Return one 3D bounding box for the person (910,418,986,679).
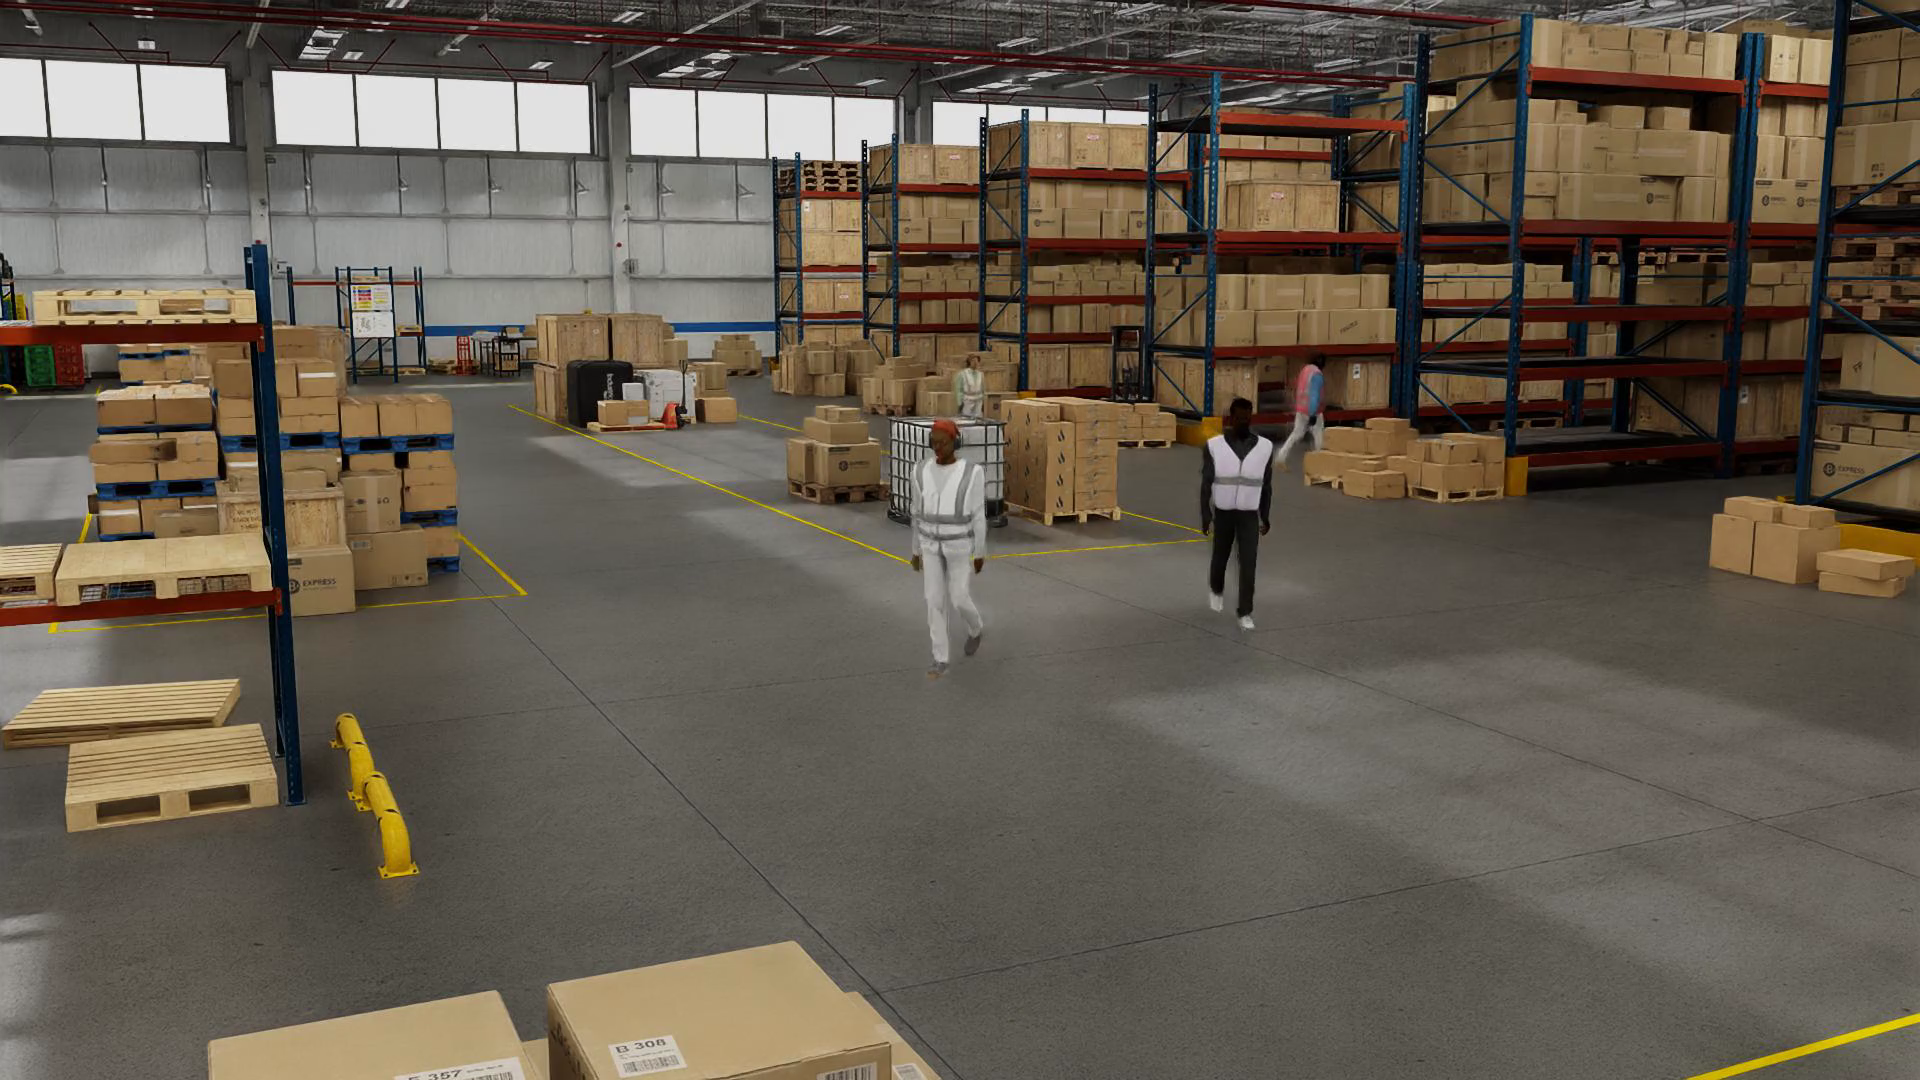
[{"bbox_3d":[-0.067,0.044,11.979,0.573,1.868,0.594,4,10,23],"label":"person"}]

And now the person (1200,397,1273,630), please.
[{"bbox_3d":[2.280,-0.260,13.823,0.599,1.882,0.976,0,9,0],"label":"person"}]

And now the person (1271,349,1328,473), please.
[{"bbox_3d":[4.975,-1.838,23.898,0.957,1.795,0.666,-2,9,-12],"label":"person"}]

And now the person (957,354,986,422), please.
[{"bbox_3d":[0.167,-2.099,25.960,0.530,1.626,0.438,-6,11,-33],"label":"person"}]

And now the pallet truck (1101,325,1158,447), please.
[{"bbox_3d":[2.881,-2.596,27.923,0.823,1.965,1.885,-1,9,-7],"label":"pallet truck"}]
